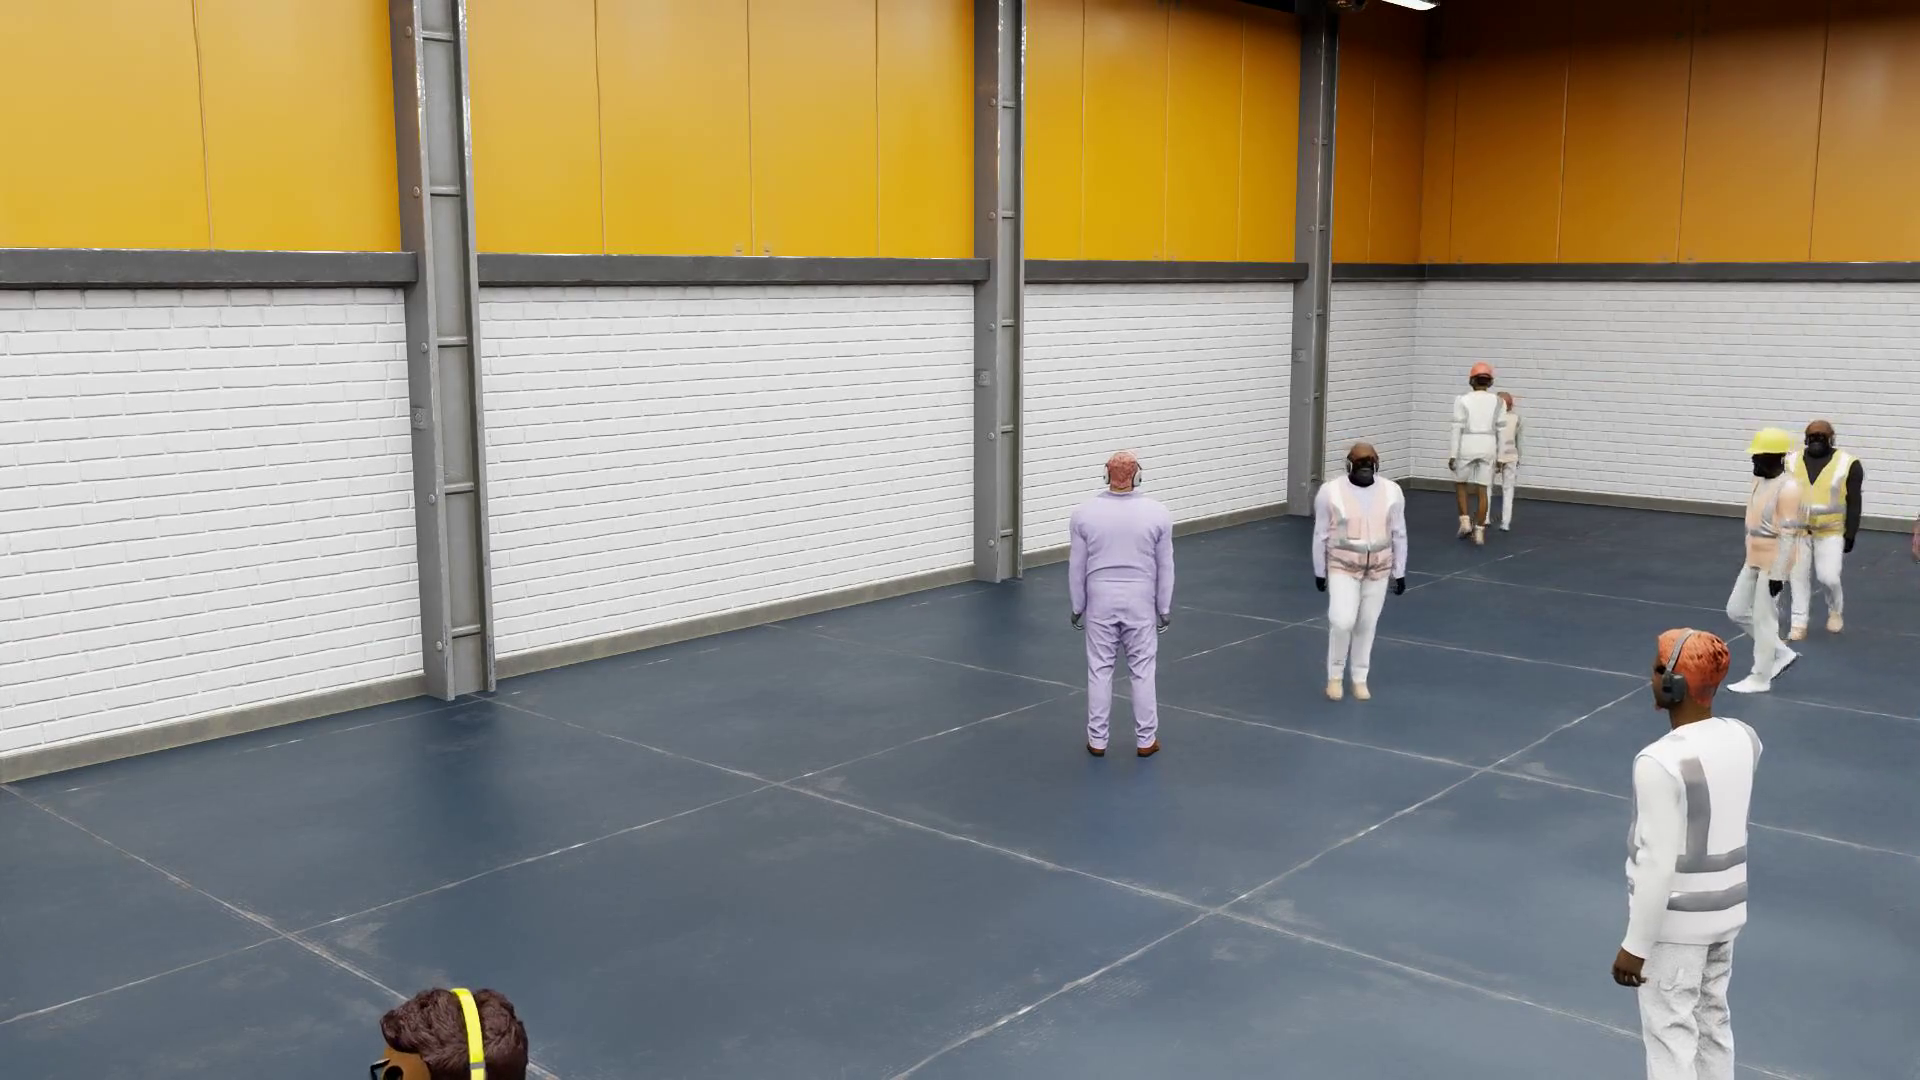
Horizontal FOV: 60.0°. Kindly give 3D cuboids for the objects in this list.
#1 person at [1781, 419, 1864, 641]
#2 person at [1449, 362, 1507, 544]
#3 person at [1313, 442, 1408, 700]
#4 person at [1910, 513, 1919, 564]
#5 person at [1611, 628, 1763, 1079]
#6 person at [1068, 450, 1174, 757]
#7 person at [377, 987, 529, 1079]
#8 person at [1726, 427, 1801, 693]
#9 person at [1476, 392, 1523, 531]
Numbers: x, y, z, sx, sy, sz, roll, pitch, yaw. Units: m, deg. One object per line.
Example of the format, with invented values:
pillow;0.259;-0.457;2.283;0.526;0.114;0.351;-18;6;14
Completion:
person;6.970;-0.080;13.536;0.649;1.826;0.511;9;13;44
person;5.748;-0.964;18.507;0.636;2.008;0.581;0;9;1
person;2.803;0.229;11.613;0.629;1.826;0.502;-1;9;-3
person;7.691;0.055;12.932;0.548;1.740;0.679;1;9;3
person;2.281;1.208;5.268;0.574;1.882;0.358;-7;11;-37
person;0.996;0.396;10.295;0.643;1.908;0.399;1;9;8
person;-0.808;1.617;2.723;0.328;1.877;0.513;-5;10;-27
person;5.726;0.150;11.805;0.447;1.913;0.617;0;9;3
person;6.317;-0.925;19.488;0.513;1.618;0.636;0;9;-1
